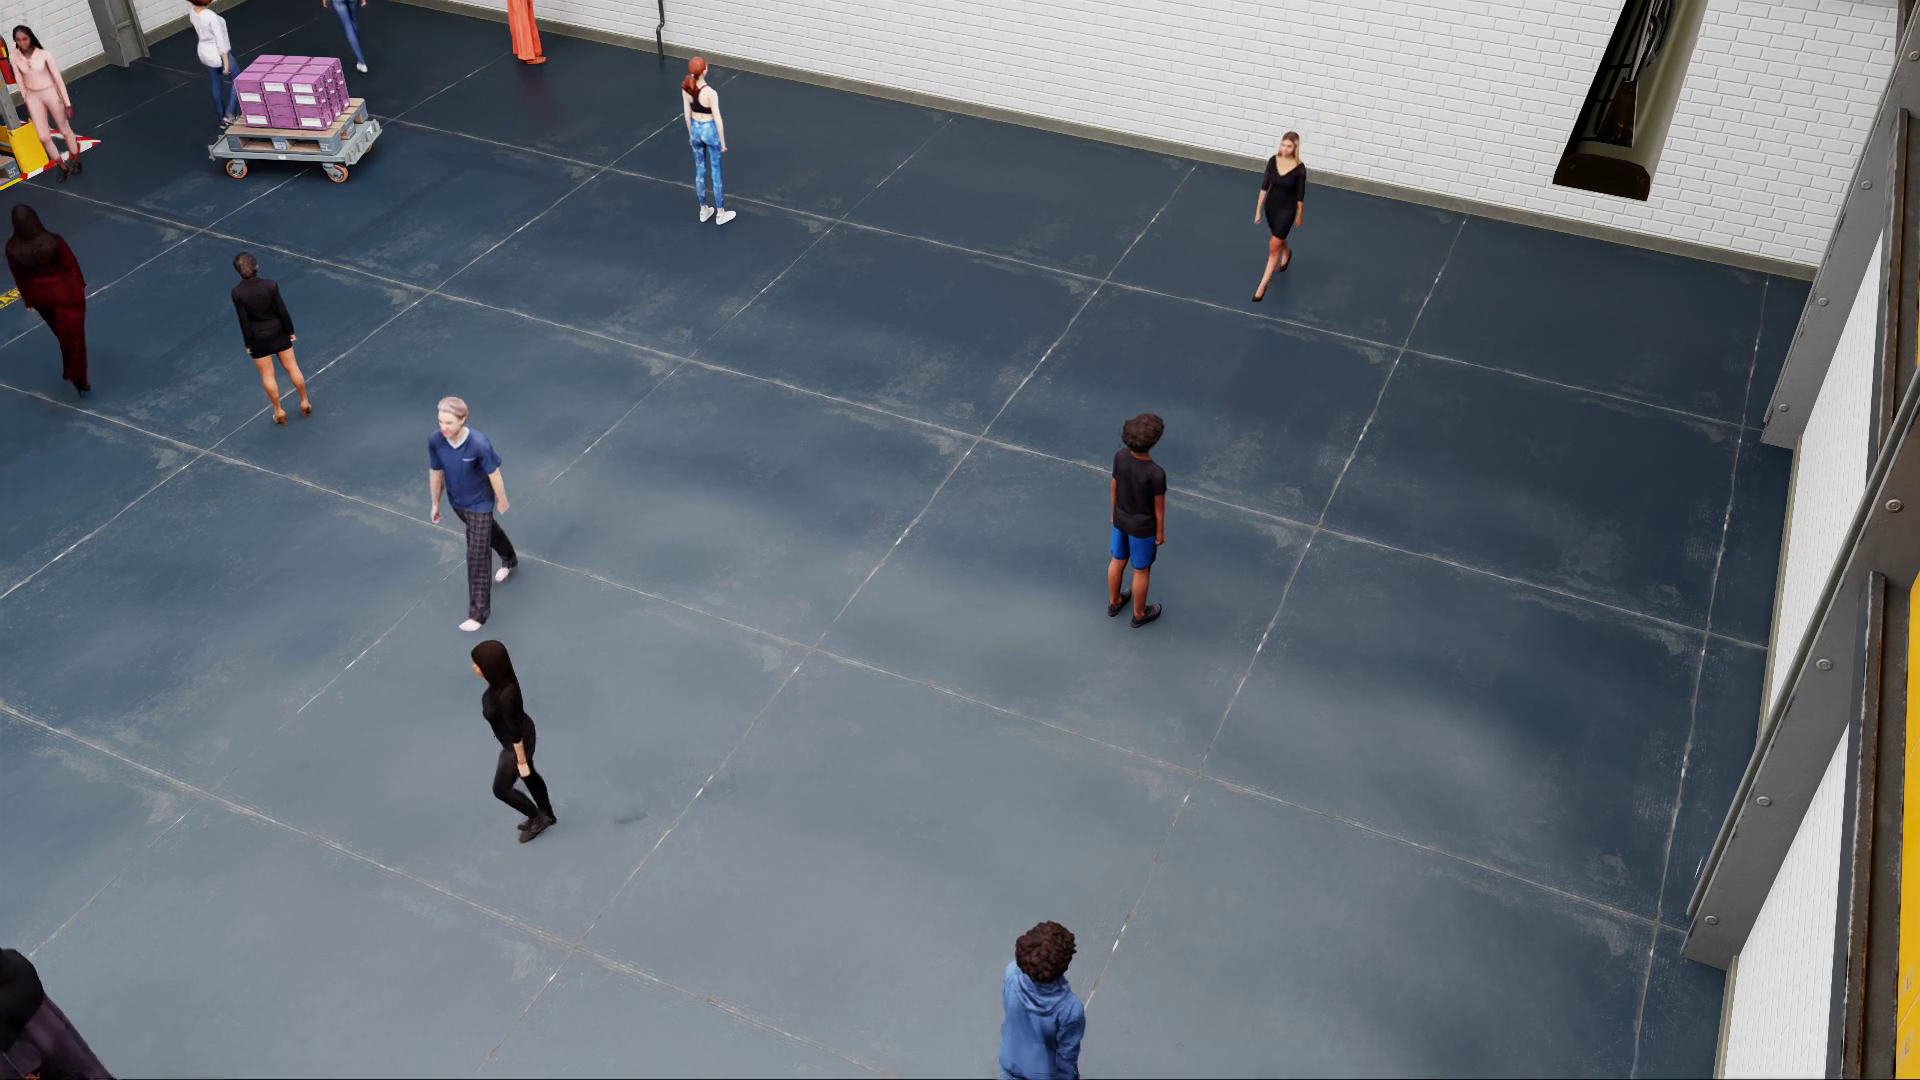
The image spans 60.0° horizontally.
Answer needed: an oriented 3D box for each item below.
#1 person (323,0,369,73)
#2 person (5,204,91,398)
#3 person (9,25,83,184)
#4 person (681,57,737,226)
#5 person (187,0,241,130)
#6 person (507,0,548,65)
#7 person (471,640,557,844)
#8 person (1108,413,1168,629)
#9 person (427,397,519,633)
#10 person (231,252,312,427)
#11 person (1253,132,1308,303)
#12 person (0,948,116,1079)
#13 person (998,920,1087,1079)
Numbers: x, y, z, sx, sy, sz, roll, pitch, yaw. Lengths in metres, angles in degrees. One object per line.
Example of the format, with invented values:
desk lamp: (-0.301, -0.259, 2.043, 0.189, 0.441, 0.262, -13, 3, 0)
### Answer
person: (-7.443, -6.522, 20.184, 1.139, 1.674, 1.052, -23, 44, -26)
person: (-7.938, -2.063, 14.572, 1.057, 1.711, 1.220, -5, 39, -6)
person: (-9.829, -4.744, 17.936, 0.847, 1.701, 0.914, -9, 40, -11)
person: (-2.602, -4.098, 17.060, 0.566, 1.785, 0.587, 14, 41, 17)
person: (-8.509, -5.458, 18.836, 0.641, 1.694, 0.590, 16, 41, 20)
person: (-5.401, -6.750, 20.368, 0.765, 1.801, 0.724, -17, 42, -20)
person: (-2.720, 1.257, 10.480, 0.762, 1.628, 0.699, -12, 40, -15)
person: (1.275, -0.146, 12.103, 0.668, 1.796, 0.632, 28, 46, 30)
person: (-3.559, -0.318, 12.303, 0.717, 1.815, 1.173, 14, 41, 16)
person: (-5.903, -1.720, 14.198, 0.692, 1.640, 0.763, -23, 44, -26)
person: (3.122, -3.170, 16.022, 0.730, 1.631, 1.133, 25, 45, 28)
person: (-4.841, 2.626, 8.780, 0.908, 1.610, 1.076, 4, 39, 5)
person: (0.349, 2.691, 8.562, 0.794, 1.780, 1.020, 24, 44, 27)
